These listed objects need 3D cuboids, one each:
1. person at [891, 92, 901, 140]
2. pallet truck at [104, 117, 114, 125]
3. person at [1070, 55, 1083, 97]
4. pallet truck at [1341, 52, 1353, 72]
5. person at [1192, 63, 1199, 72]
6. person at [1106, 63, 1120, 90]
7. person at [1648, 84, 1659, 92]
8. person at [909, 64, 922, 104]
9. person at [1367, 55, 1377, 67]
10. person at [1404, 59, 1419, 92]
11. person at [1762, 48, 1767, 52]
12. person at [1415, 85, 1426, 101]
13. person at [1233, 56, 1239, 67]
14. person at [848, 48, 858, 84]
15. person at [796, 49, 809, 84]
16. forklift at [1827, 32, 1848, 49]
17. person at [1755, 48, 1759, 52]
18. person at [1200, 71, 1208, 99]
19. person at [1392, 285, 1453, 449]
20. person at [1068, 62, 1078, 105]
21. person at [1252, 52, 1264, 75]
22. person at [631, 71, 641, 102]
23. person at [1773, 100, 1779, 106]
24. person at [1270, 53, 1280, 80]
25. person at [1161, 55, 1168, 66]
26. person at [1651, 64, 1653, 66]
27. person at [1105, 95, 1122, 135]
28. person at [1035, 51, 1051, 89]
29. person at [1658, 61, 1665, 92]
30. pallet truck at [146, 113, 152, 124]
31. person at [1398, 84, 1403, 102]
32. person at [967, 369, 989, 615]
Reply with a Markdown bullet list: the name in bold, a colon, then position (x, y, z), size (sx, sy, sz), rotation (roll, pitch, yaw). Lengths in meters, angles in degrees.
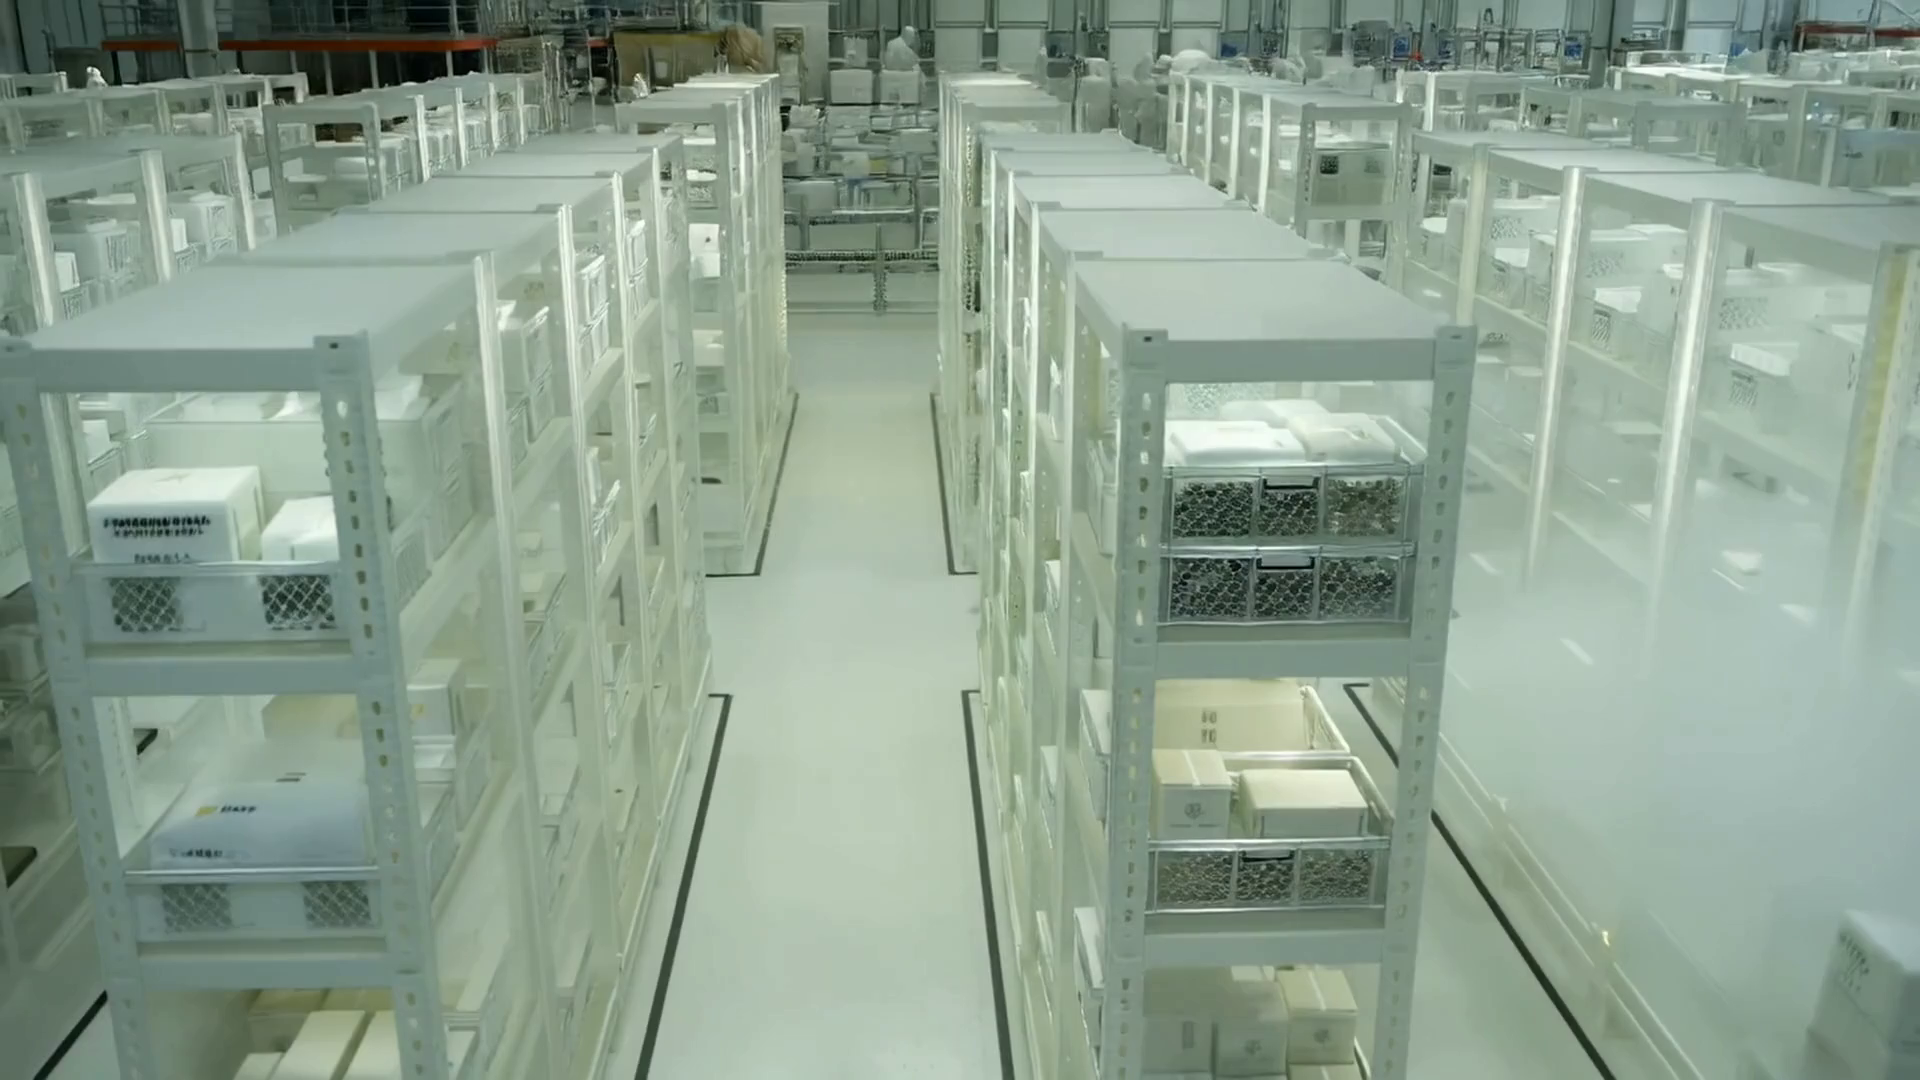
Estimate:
- **person**: position (-1.876, -12.348, 49.263), size (0.326, 1.765, 0.533), rotation (-6, 19, -18)
- **pallet truck**: position (-18.367, -7.885, 35.078), size (1.885, 1.965, 0.823), rotation (1, 18, 2)
- **person**: position (5.482, -21.847, 78.393), size (0.585, 1.928, 0.370), rotation (3, 18, 10)
- **pallet truck**: position (18.794, -23.123, 82.231), size (0.823, 1.965, 1.885), rotation (-13, 22, -35)
- **person**: position (9.265, -17.784, 65.662), size (0.604, 2.034, 0.417), rotation (6, 19, 17)
- **person**: position (6.539, -19.567, 71.499), size (0.571, 1.824, 0.939), rotation (10, 20, 28)
- **person**: position (25.013, -15.901, 59.996), size (0.712, 1.923, 0.639), rotation (1, 18, 4)
- **person**: position (-1.899, -19.576, 71.568), size (0.629, 1.811, 0.904), rotation (14, 23, 38)
- **person**: position (21.247, -24.207, 86.003), size (0.532, 1.746, 0.740), rotation (-3, 18, -8)
- **person**: position (22.143, -22.564, 80.984), size (0.929, 1.680, 0.497), rotation (15, 23, 39)
- **person**: position (43.656, -25.737, 90.420), size (0.630, 1.938, 0.373), rotation (9, 20, 25)
- **person**: position (16.345, -15.480, 58.707), size (0.780, 1.913, 0.571), rotation (-6, 19, -19)
- **person**: position (14.143, -24.043, 85.572), size (0.459, 1.682, 0.557), rotation (2, 18, 7)
- **person**: position (-5.828, -26.173, 91.844), size (0.552, 1.885, 0.949), rotation (13, 22, 36)
- **person**: position (-8.591, -25.871, 90.844), size (1.050, 1.946, 0.628), rotation (-16, 24, -40)
- **forklift**: position (46.023, -25.321, 87.619), size (1.129, 2.768, 1.873), rotation (-1, 18, -2)
- **person**: position (43.508, -25.944, 91.072), size (0.547, 1.928, 0.385), rotation (2, 18, 6)
- **person**: position (8.433, -15.200, 57.646), size (0.688, 2.000, 0.536), rotation (-1, 18, -4)
- **person**: position (4.210, -1.456, 15.276), size (0.645, 1.943, 1.048), rotation (-3, 18, -9)
- **person**: position (4.928, -19.853, 72.363), size (0.430, 1.845, 0.624), rotation (-1, 18, -3)
- **person**: position (14.923, -23.407, 83.244), size (0.589, 1.922, 0.389), rotation (5, 19, 16)
- **person**: position (-12.135, -16.494, 61.929), size (0.655, 1.860, 0.599), rotation (3, 18, 10)
- **person**: position (21.789, -10.816, 44.432), size (0.604, 1.816, 0.649), rotation (1, 18, 3)
- **person**: position (15.321, -22.773, 81.212), size (0.984, 1.945, 0.635), rotation (-11, 21, -31)
- **person**: position (9.720, -22.192, 79.537), size (1.027, 1.884, 0.641), rotation (1, 18, 2)
- **person**: position (38.735, -26.492, 93.296), size (0.876, 1.594, 0.507), rotation (6, 19, 17)
- **person**: position (4.265, -11.461, 46.403), size (0.548, 1.838, 0.577), rotation (-2, 18, -6)
- **person**: position (4.280, -24.393, 86.301), size (0.604, 1.914, 0.907), rotation (-17, 25, -42)
- **person**: position (31.579, -20.663, 74.942), size (0.995, 1.793, 0.527), rotation (6, 19, 18)
- **pallet truck**: position (-18.087, -8.309, 36.390), size (1.885, 1.965, 0.823), rotation (-1, 18, -4)
- **person**: position (15.025, -14.856, 57.145), size (0.384, 1.681, 0.548), rotation (8, 19, 22)
- **person**: position (0.255, -0.328, 11.946), size (0.449, 1.833, 0.592), rotation (1, 18, 3)
